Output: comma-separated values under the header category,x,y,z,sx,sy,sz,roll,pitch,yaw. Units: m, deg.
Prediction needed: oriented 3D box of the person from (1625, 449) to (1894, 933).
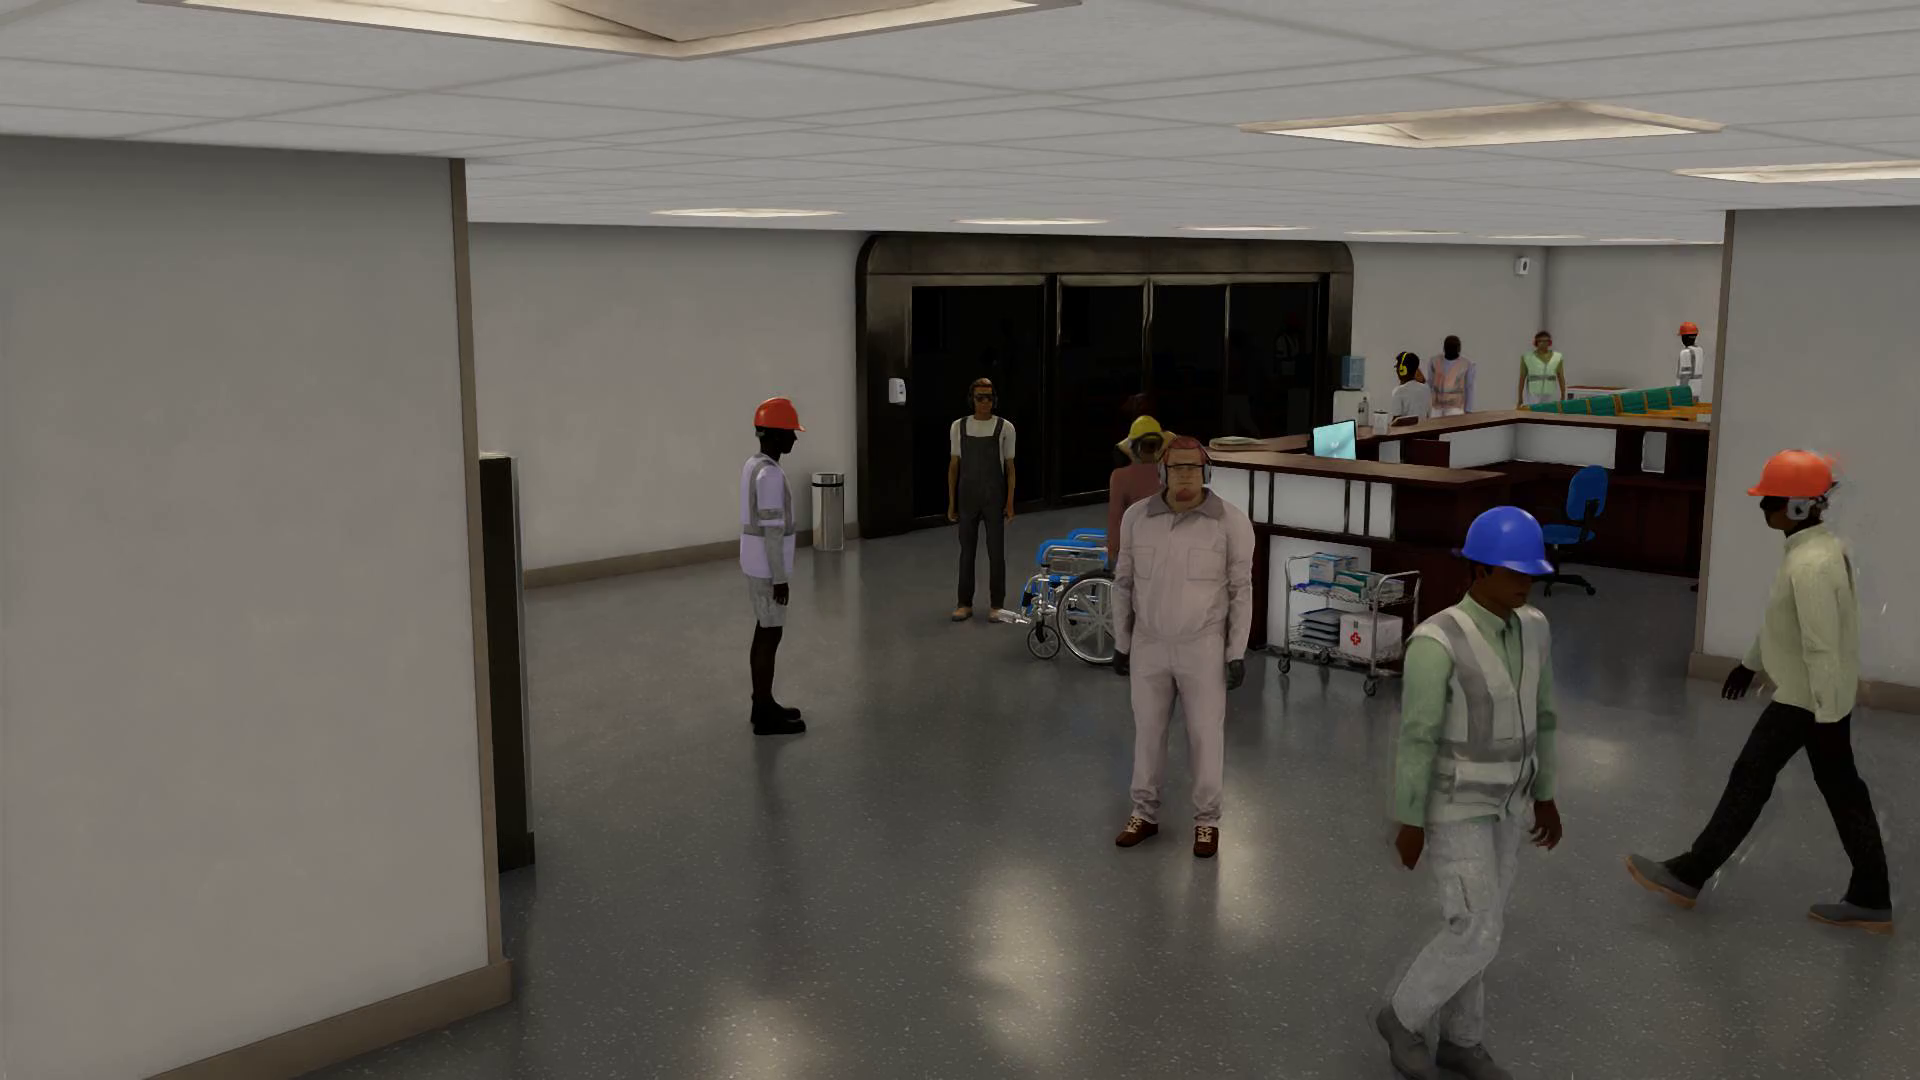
category,x,y,z,sx,sy,sz,roll,pitch,yaw
person,3.315,0.601,6.726,1.036,1.935,0.626,6,11,34

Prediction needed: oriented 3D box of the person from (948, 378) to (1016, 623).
category,x,y,z,sx,sy,sz,roll,pitch,yaw
person,0.158,-0.297,12.514,0.513,1.846,0.334,2,9,12

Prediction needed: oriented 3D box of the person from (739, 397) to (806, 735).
category,x,y,z,sx,sy,sz,roll,pitch,yaw
person,-1.064,0.149,9.545,0.390,1.929,0.545,-3,10,-15

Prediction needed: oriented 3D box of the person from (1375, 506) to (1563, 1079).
category,x,y,z,sx,sy,sz,roll,pitch,yaw
person,1.658,0.841,5.297,0.623,1.933,0.442,-7,12,-39

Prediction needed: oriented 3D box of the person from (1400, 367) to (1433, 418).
category,x,y,z,sx,sy,sz,roll,pitch,yaw
person,4.826,-1.048,17.785,0.497,1.632,0.289,-6,11,-31

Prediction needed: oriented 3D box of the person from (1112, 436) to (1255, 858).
category,x,y,z,sx,sy,sz,roll,pitch,yaw
person,0.990,0.478,7.567,0.651,1.913,0.409,4,10,23

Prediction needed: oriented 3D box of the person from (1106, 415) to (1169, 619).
category,x,y,z,sx,sy,sz,roll,pitch,yaw
person,1.242,0.076,10.621,0.537,1.731,0.798,-3,10,-20

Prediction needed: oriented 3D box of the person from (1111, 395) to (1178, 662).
category,x,y,z,sx,sy,sz,roll,pitch,yaw
person,1.284,-0.062,11.190,0.700,1.825,0.488,-7,11,-36

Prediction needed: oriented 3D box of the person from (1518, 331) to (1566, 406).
category,x,y,z,sx,sy,sz,roll,pitch,yaw
person,8.052,-1.977,22.978,0.575,1.789,0.970,-1,9,-3

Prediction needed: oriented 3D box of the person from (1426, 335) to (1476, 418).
category,x,y,z,sx,sy,sz,roll,pitch,yaw
person,6.281,-1.722,21.326,0.628,1.823,0.671,7,12,37

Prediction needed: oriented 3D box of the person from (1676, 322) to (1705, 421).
category,x,y,z,sx,sy,sz,roll,pitch,yaw
person,9.968,-2.022,22.834,0.551,1.933,0.366,-9,13,-43

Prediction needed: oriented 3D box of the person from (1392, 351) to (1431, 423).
category,x,y,z,sx,sy,sz,roll,pitch,yaw
person,4.355,-0.893,16.140,0.508,1.862,0.333,-6,11,-31
